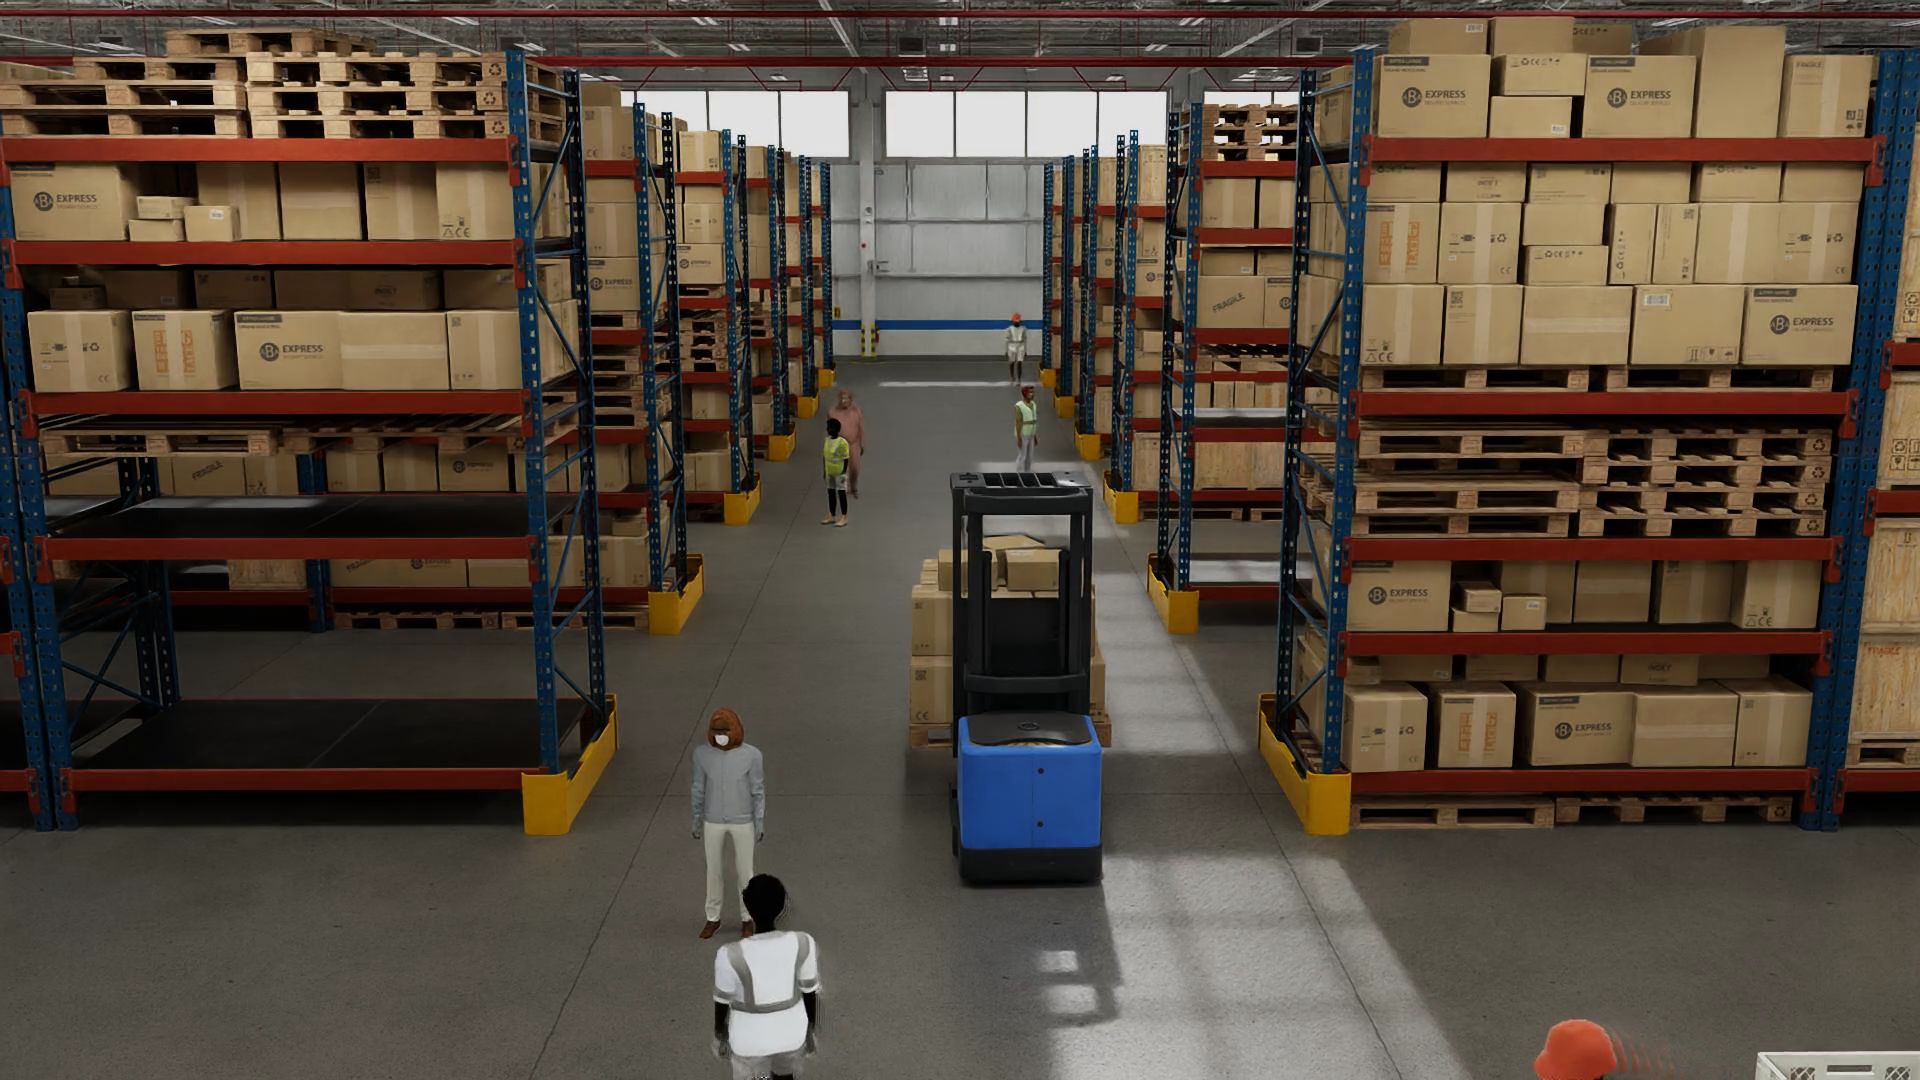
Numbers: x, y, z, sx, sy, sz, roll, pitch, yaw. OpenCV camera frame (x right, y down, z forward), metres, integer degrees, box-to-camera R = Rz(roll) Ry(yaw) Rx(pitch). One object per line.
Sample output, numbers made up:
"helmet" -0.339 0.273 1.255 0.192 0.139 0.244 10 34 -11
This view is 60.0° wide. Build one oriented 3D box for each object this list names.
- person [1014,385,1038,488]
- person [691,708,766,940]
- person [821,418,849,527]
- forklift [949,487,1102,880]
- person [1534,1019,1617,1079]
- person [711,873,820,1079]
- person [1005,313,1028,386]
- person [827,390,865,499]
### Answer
"person" 1.156 -1.803 29.205 0.390 1.848 0.565 8 14 33
"person" -1.570 1.921 11.280 0.507 1.631 0.266 1 11 3
"person" -1.934 -1.051 25.852 0.536 1.696 0.322 10 15 42
"forklift" 0.495 0.986 12.813 1.129 2.768 1.873 0 11 -2
"person" 2.417 2.742 6.521 0.454 1.908 0.581 4 12 20
"person" -0.997 2.482 8.394 0.537 1.681 0.499 -6 13 -27
"person" 1.557 -5.277 46.004 0.617 2.027 0.704 0 11 -2
"person" -1.915 -1.590 28.040 0.642 1.895 0.423 -2 12 -9
